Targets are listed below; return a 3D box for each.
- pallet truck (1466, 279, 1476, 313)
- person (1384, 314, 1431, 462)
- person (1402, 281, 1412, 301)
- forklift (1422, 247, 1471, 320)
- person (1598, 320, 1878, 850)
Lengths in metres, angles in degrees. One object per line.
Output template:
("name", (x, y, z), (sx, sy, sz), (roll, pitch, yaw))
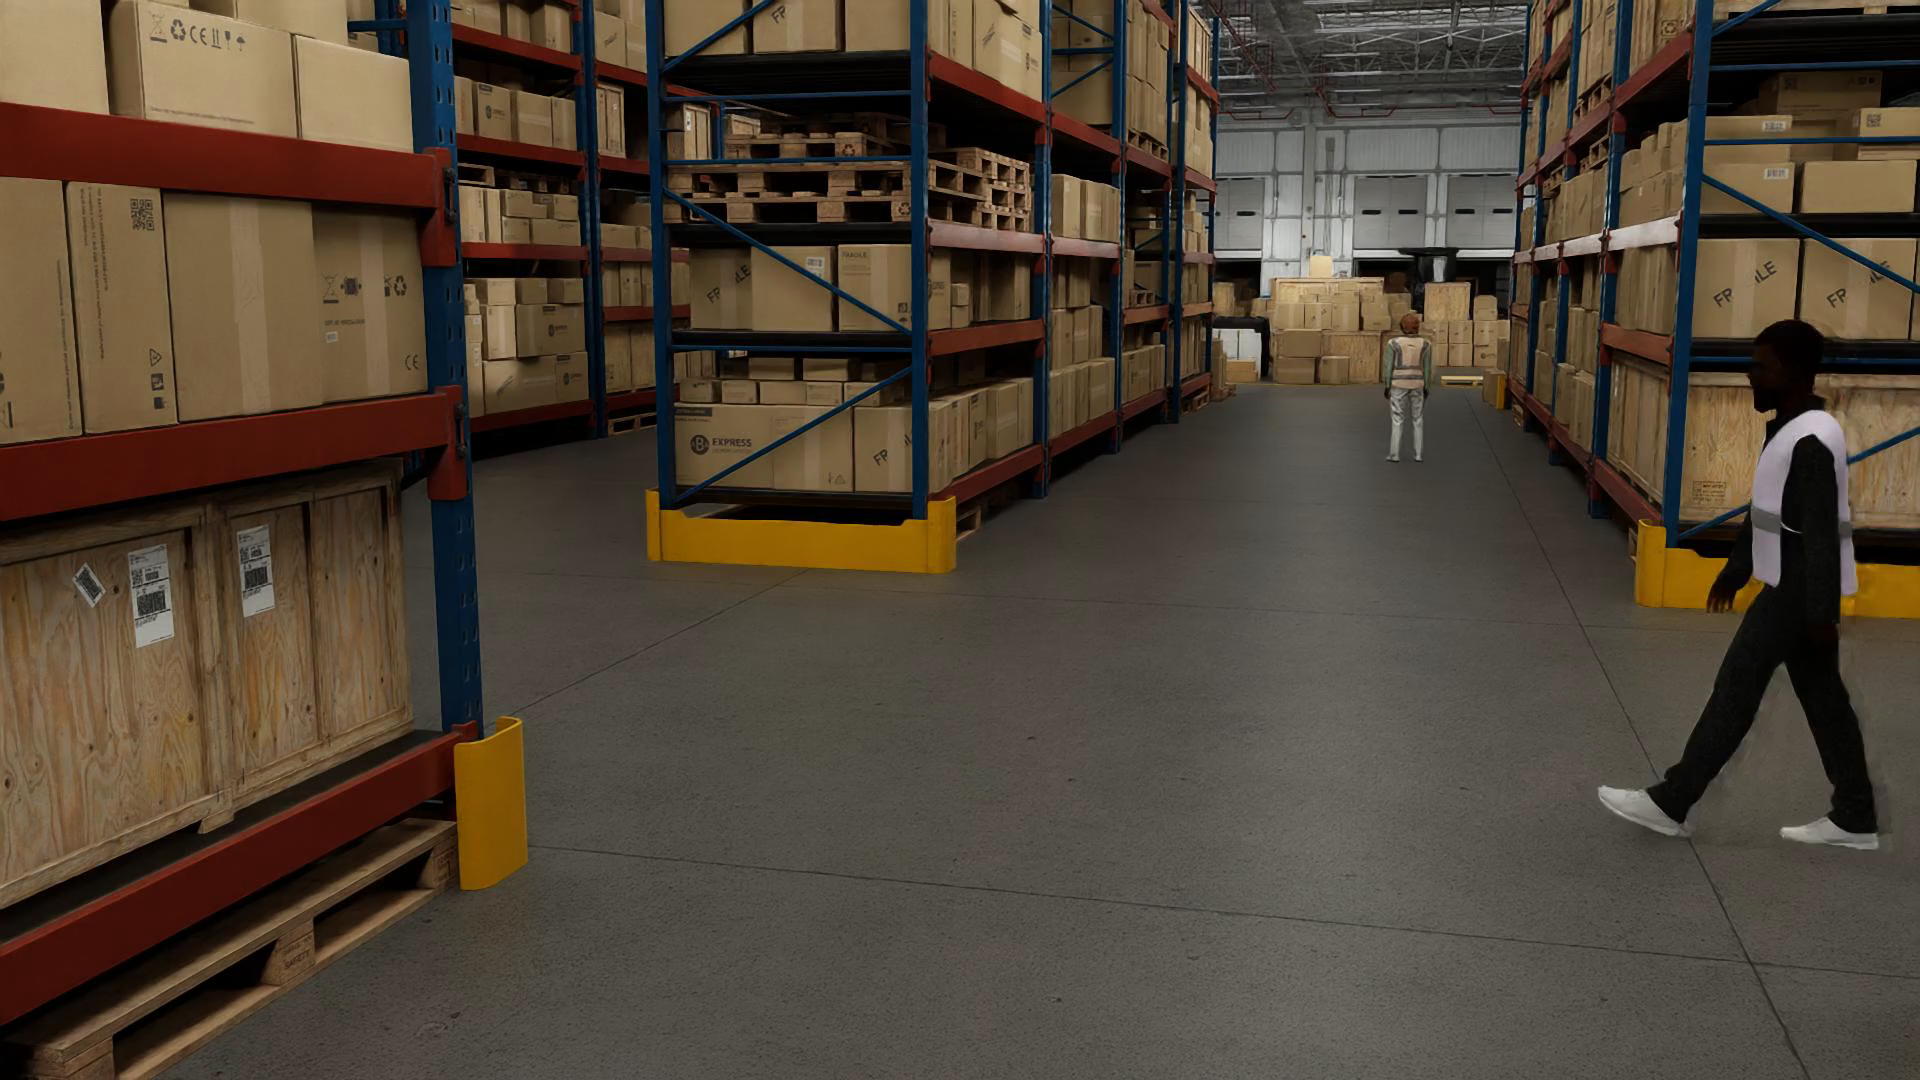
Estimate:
("pallet truck", (18.896, -8.459, 60.307), (1.885, 1.965, 0.823), (5, 10, 31))
("person", (4.926, -1.665, 18.323), (0.518, 1.629, 0.314), (-1, 9, -4))
("person", (15.032, -7.751, 55.999), (0.373, 1.941, 0.627), (1, 9, 4))
("forklift", (12.581, -6.282, 43.685), (1.873, 2.768, 1.129), (-6, 11, -34))
("person", (2.834, 0.166, 5.919), (0.986, 1.872, 0.599), (4, 10, 24))
